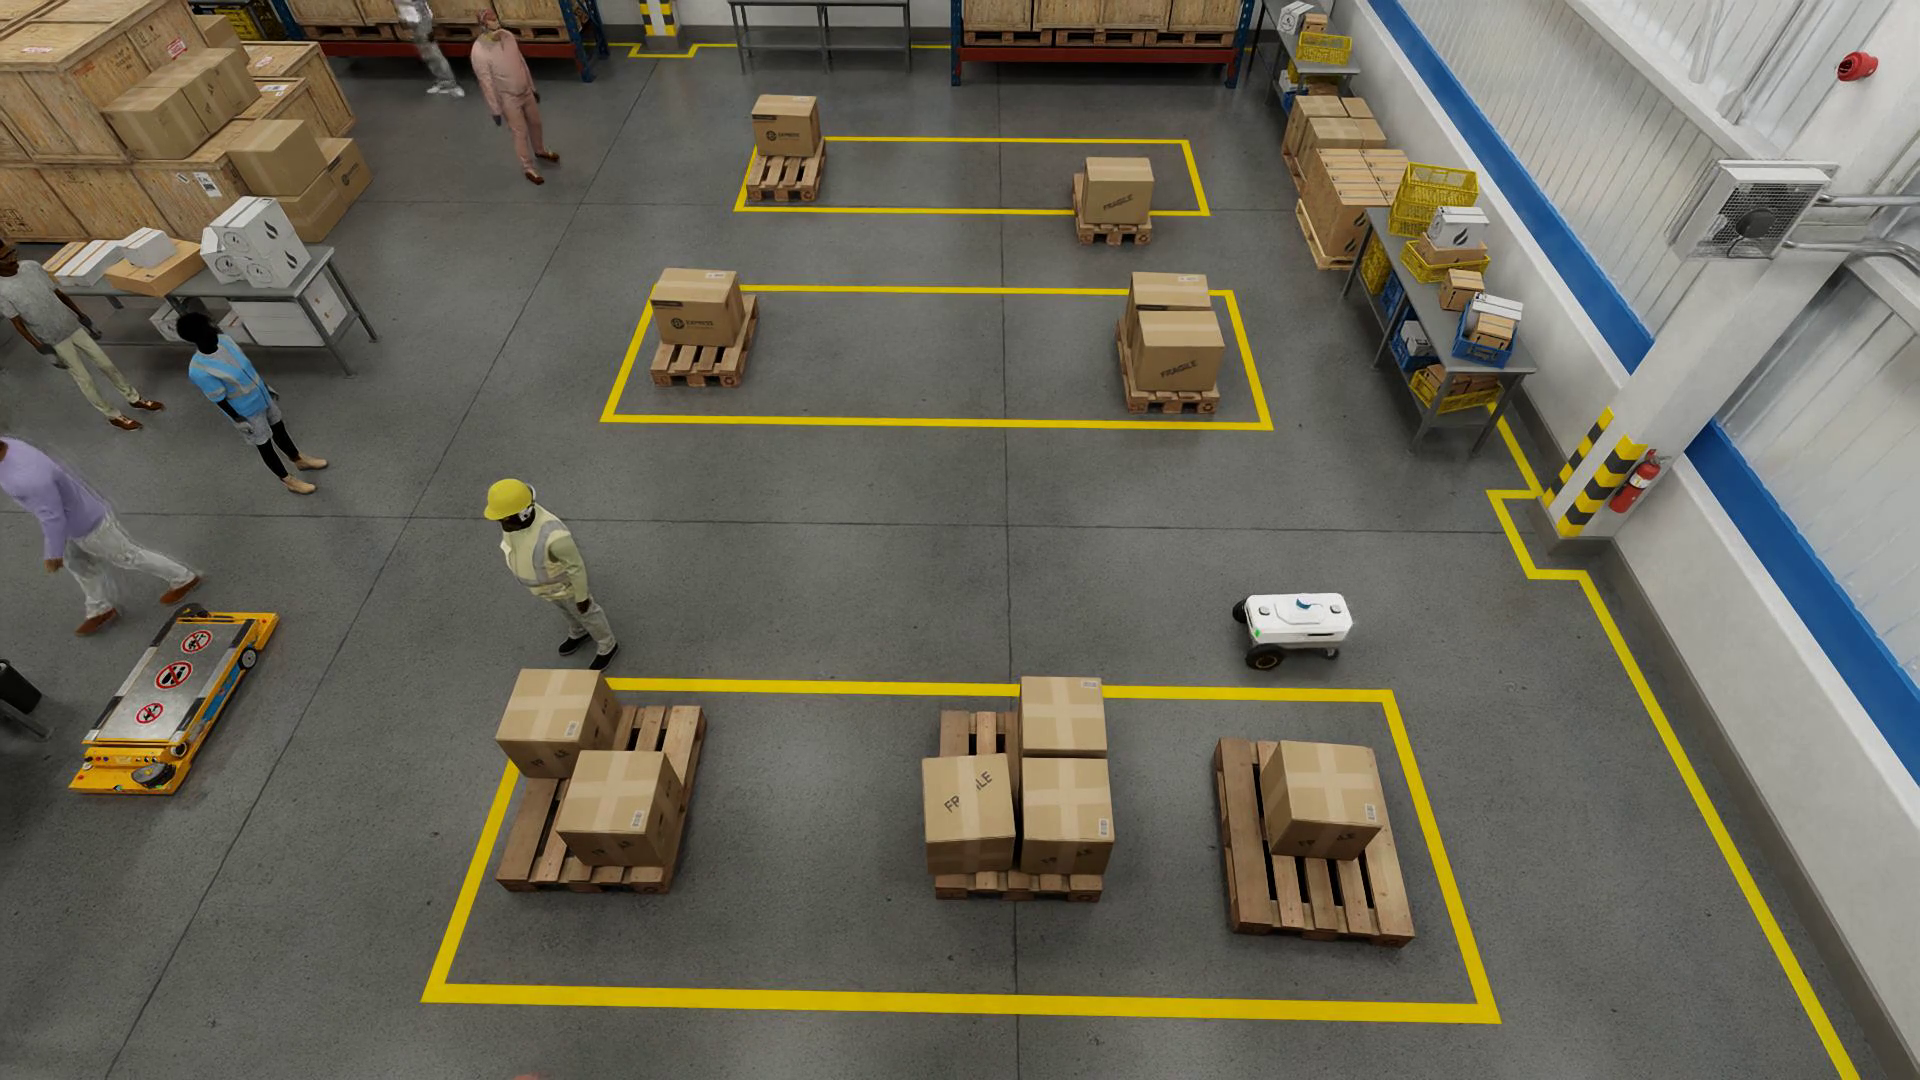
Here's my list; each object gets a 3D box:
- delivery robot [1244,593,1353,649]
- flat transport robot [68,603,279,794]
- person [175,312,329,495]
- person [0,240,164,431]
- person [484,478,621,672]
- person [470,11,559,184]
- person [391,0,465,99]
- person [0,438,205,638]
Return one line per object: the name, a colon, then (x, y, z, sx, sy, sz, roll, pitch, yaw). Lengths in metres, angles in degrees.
delivery robot: (2.431, 0.568, 6.625, 0.707, 0.478, 0.477, -2, 50, -1)
flat transport robot: (-5.504, 1.072, 6.442, 0.652, 0.197, 1.431, 1, 50, 1)
person: (-5.679, -1.087, 7.340, 0.319, 1.698, 0.532, -4, 50, -3)
person: (-7.608, -1.733, 7.785, 0.318, 1.862, 0.520, 10, 50, 8)
person: (-2.715, 0.252, 6.119, 0.586, 1.835, 0.404, 27, 55, 21)
person: (-5.228, -5.186, 10.691, 0.532, 1.886, 0.803, 18, 52, 15)
person: (-7.140, -6.838, 12.090, 0.690, 1.885, 0.364, 25, 54, 20)
person: (-6.209, -0.049, 6.331, 0.639, 1.896, 0.822, 24, 54, 19)
